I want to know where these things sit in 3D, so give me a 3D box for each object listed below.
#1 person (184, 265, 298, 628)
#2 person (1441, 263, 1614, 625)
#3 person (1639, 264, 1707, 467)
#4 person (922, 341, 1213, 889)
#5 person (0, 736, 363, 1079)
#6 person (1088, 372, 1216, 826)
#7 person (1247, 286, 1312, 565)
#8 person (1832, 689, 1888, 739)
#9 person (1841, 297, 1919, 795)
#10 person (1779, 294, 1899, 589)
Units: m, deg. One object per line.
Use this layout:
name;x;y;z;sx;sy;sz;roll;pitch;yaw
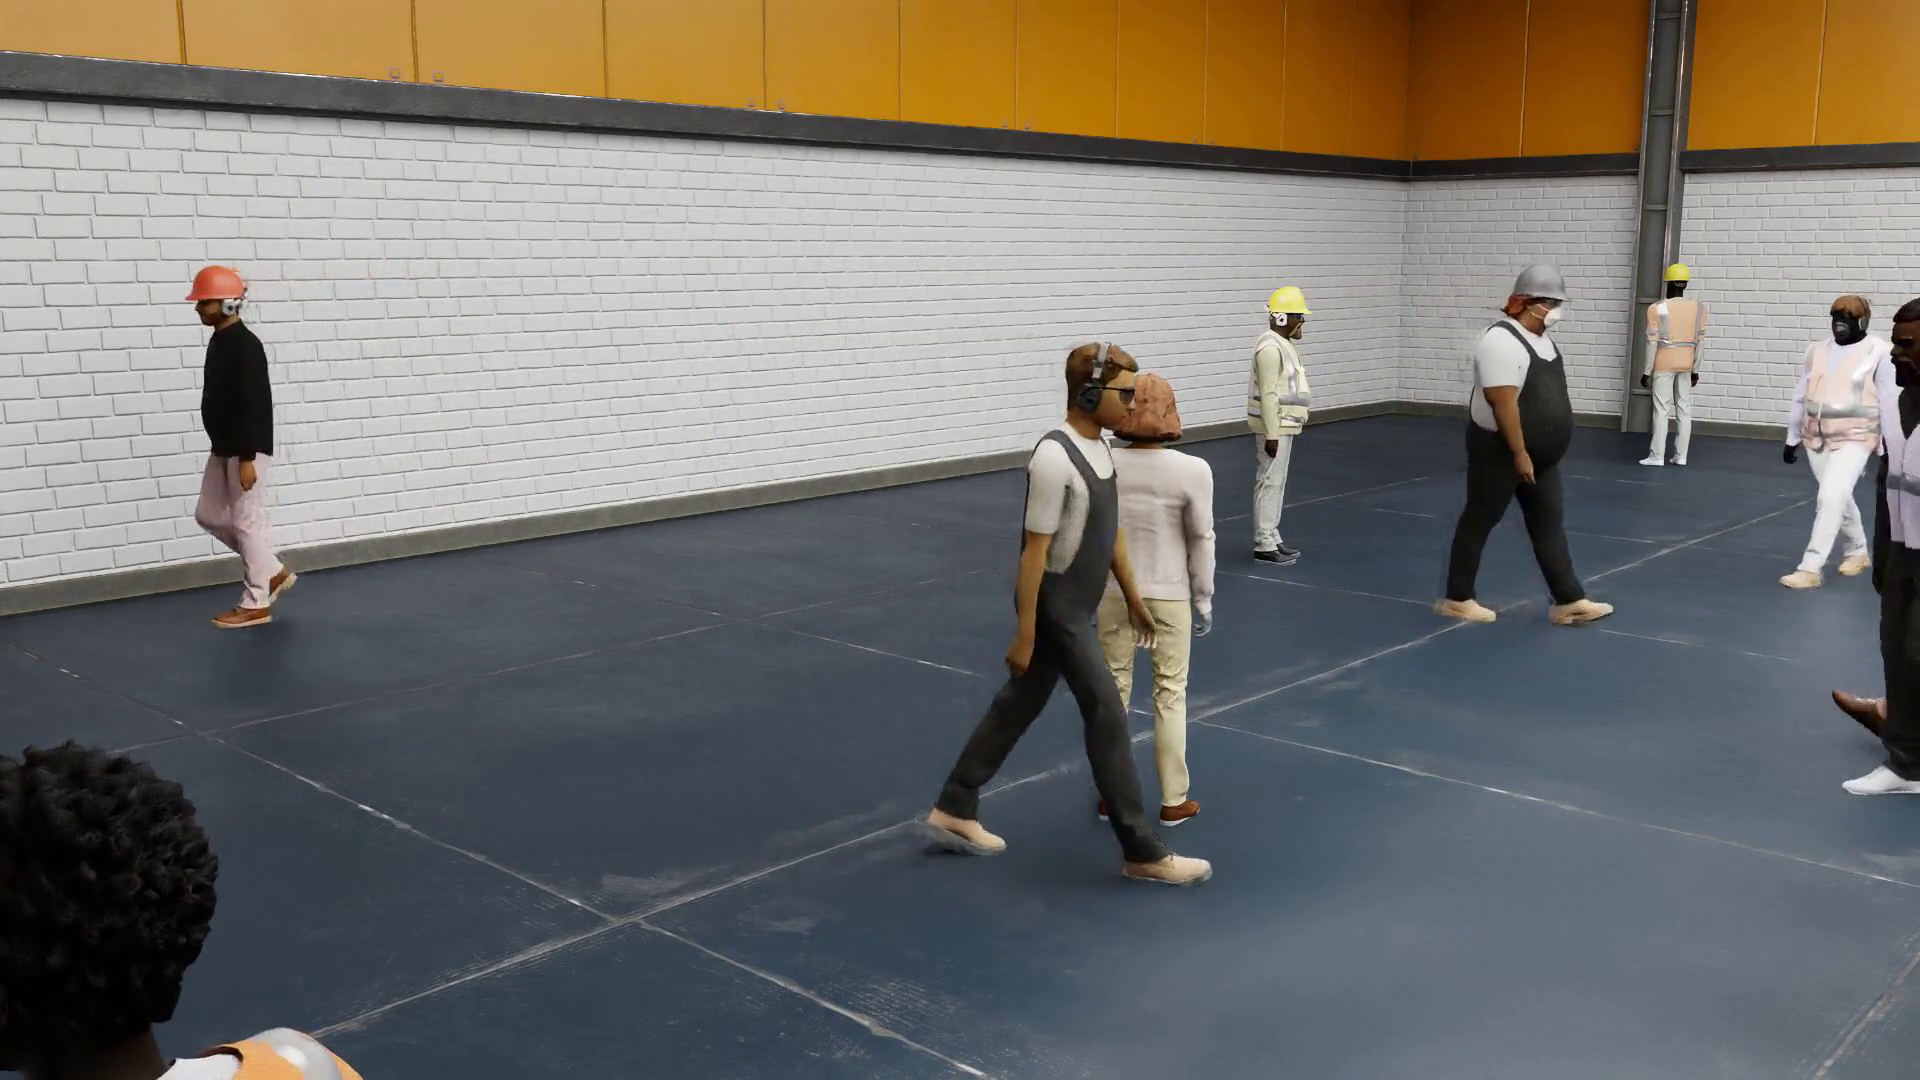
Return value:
person;-3.967;-0.500;9.094;0.430;1.980;0.643;-8;13;-39
person;3.119;-0.523;9.060;0.695;2.000;0.967;-9;14;-43
person;6.754;-1.649;15.793;0.589;1.927;0.369;-2;10;-9
person;0.318;0.242;5.469;0.999;1.793;0.532;3;10;16
person;-0.668;0.997;1.414;0.321;1.690;0.529;3;10;15
person;0.668;0.218;5.991;0.505;1.636;0.279;3;10;18
person;2.102;-0.750;10.966;0.403;1.826;0.592;4;11;20
person;3.985;0.026;6.490;1.008;1.847;0.647;8;13;40
person;3.659;0.057;6.170;0.544;1.896;0.622;-1;10;-6
person;5.472;-0.622;10.325;0.943;1.801;0.639;-5;11;-25
